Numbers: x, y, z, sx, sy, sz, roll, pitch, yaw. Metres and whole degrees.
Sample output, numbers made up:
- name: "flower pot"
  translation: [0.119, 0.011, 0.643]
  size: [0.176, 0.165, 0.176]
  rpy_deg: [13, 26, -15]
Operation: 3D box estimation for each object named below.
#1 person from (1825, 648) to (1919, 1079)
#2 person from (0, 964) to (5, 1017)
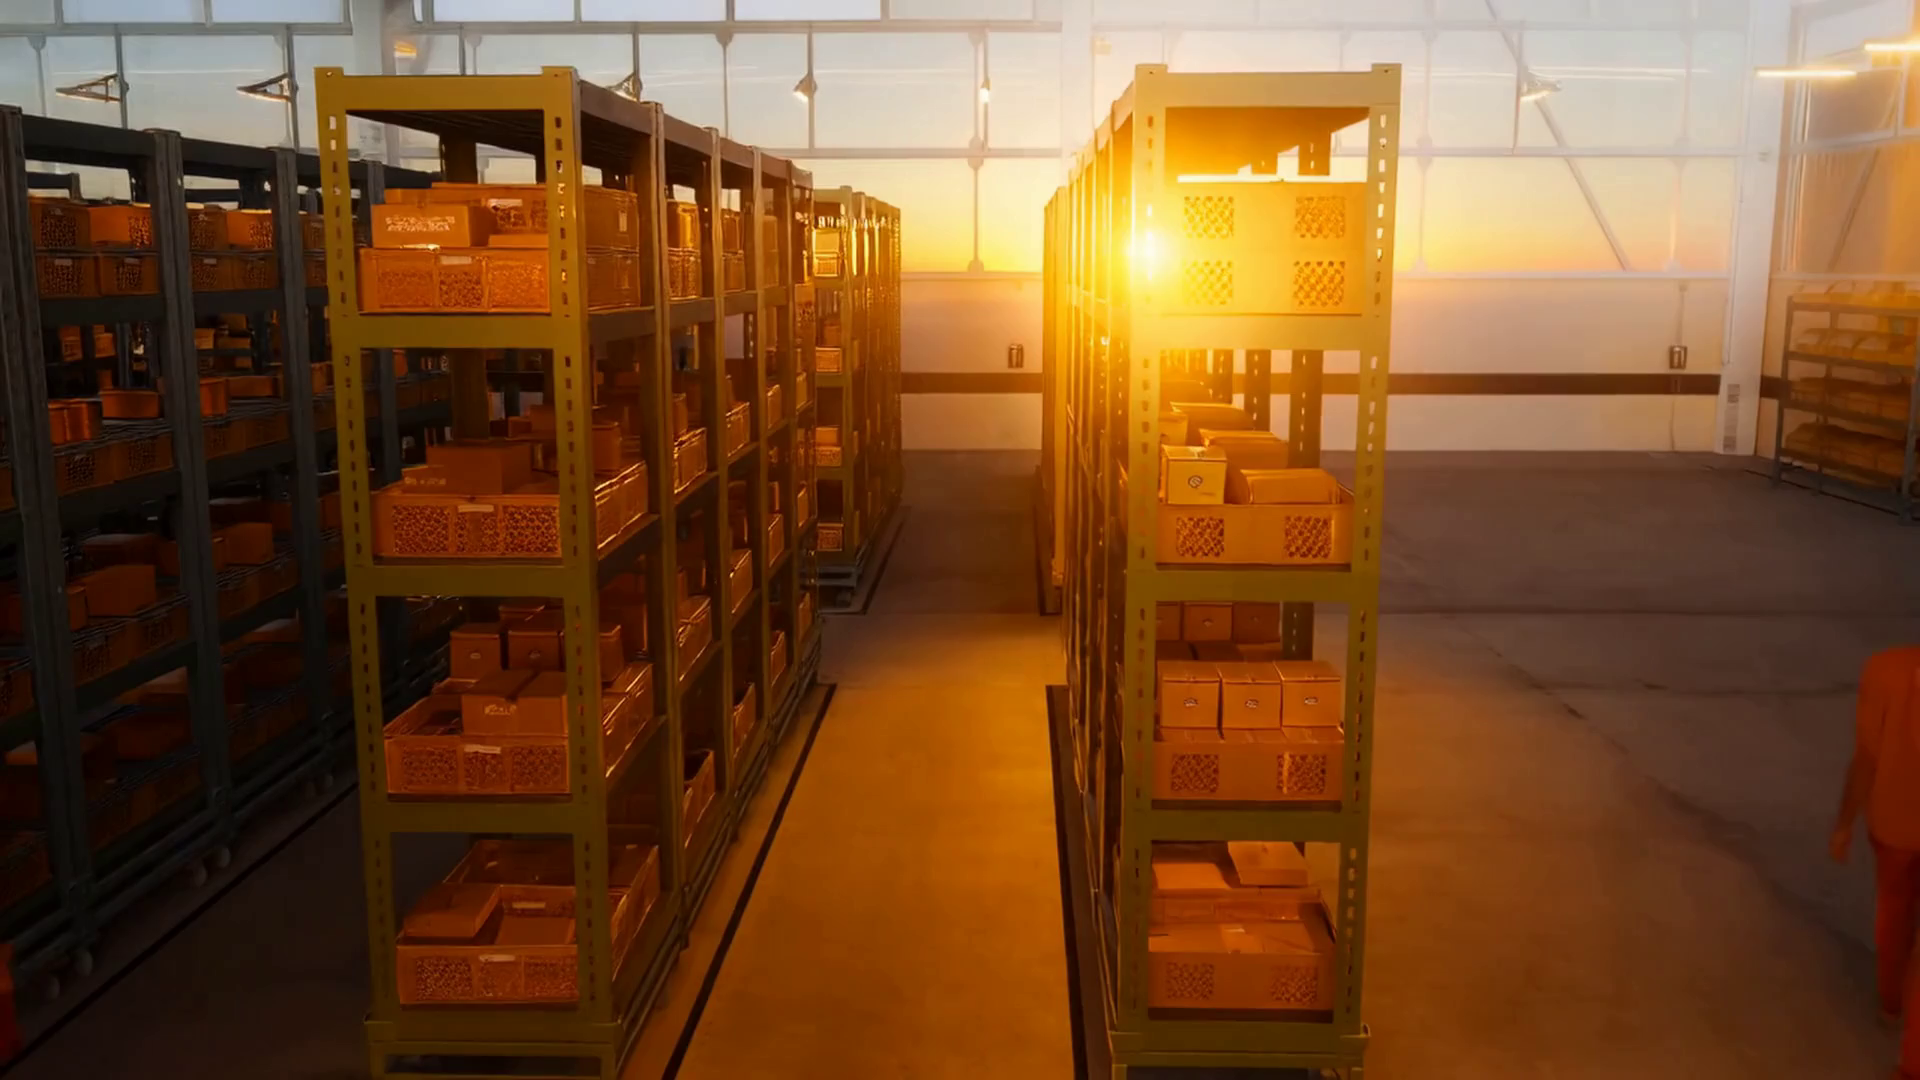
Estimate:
- name: "person"
  translation: [3.584, 1.048, 6.134]
  size: [0.649, 1.922, 1.016]
  rpy_deg: [6, 12, 33]
- name: "person"
  translation: [-2.931, 1.330, 4.772]
  size: [0.903, 1.815, 0.576]
  rpy_deg: [-1, 10, -4]
